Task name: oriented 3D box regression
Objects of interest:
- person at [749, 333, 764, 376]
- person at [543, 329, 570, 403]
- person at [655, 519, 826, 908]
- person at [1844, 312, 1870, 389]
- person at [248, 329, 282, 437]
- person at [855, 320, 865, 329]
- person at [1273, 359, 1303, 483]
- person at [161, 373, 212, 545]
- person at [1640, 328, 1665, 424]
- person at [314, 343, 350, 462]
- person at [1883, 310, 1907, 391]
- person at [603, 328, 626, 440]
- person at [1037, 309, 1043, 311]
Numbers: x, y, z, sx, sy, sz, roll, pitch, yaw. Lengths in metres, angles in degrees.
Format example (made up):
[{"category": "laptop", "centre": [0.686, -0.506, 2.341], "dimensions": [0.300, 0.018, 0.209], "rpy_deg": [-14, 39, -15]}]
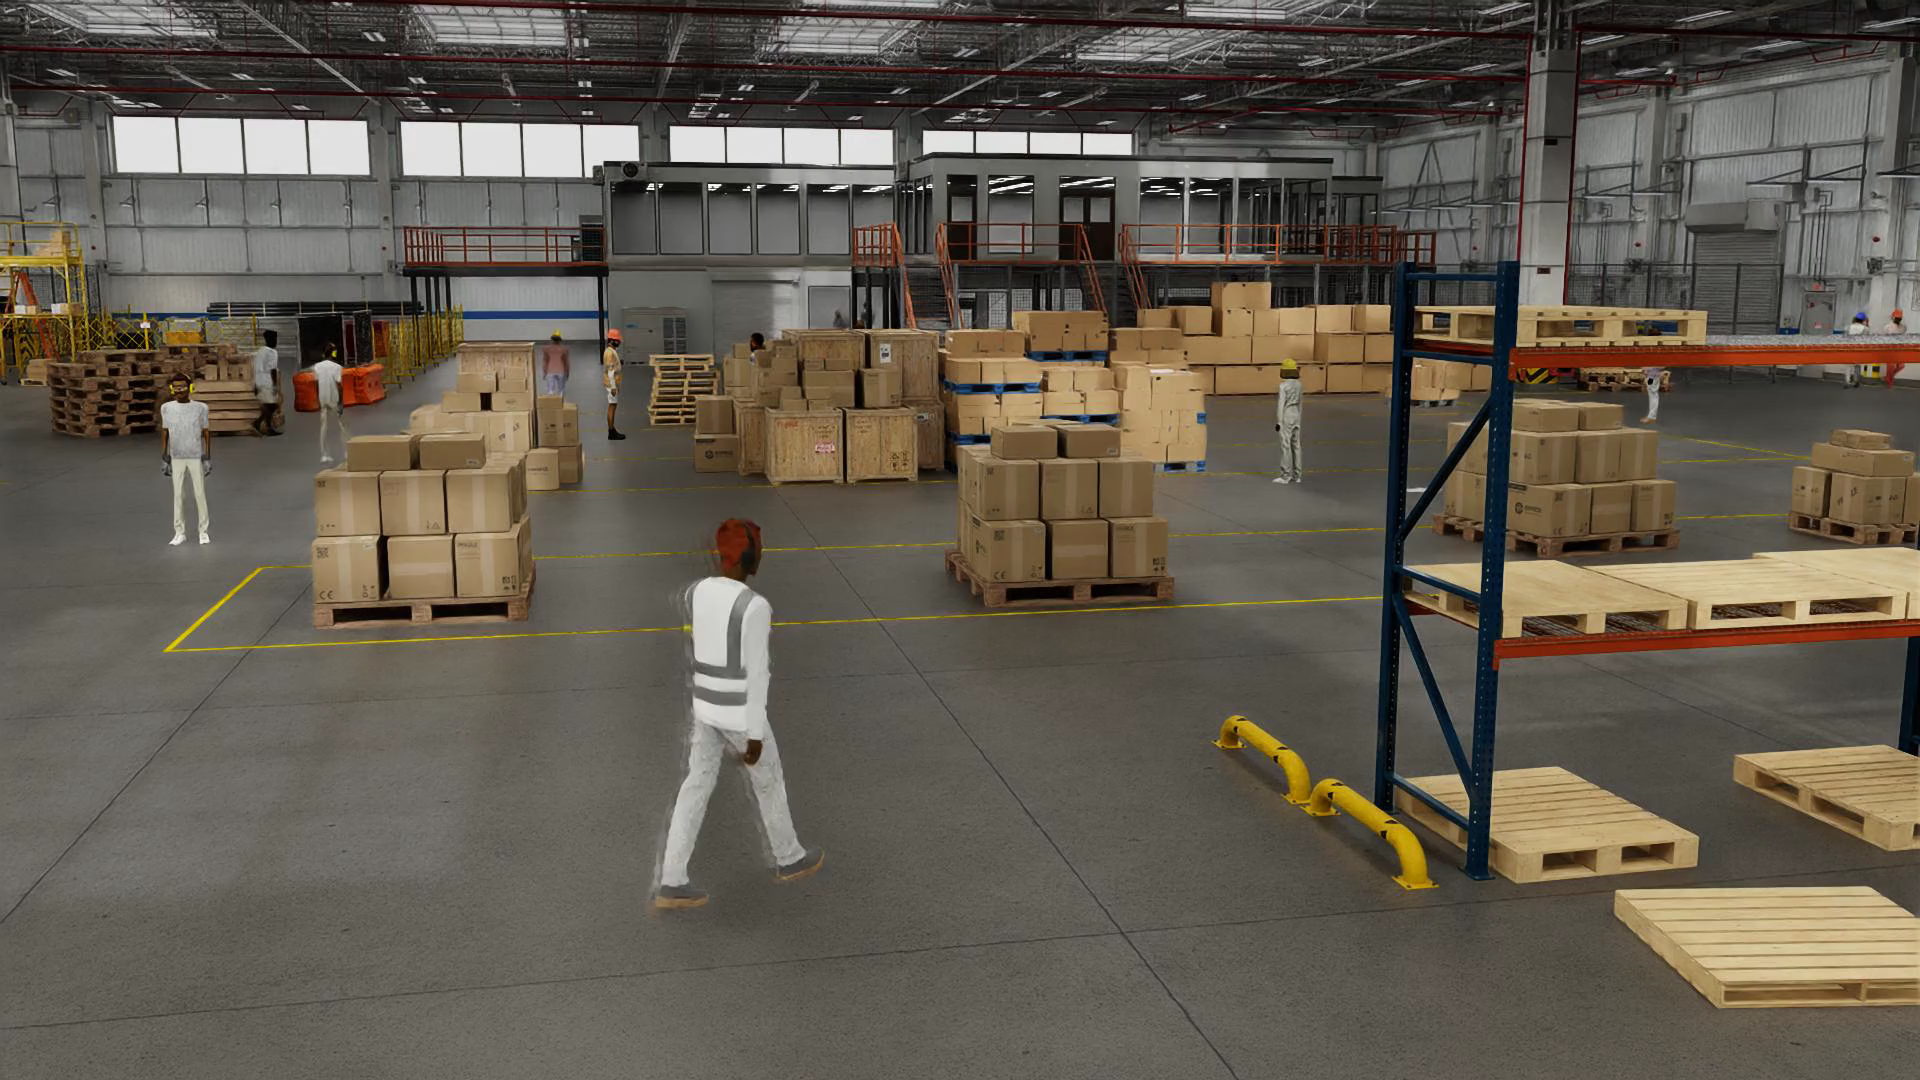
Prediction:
[{"category": "person", "centre": [-3.333, -2.491, 27.734], "dimensions": [0.377, 1.916, 0.599], "rpy_deg": [3, 10, 17]}, {"category": "person", "centre": [-8.171, -3.383, 33.664], "dimensions": [0.546, 1.750, 0.485], "rpy_deg": [-2, 9, -10]}, {"category": "person", "centre": [-1.084, 0.809, 7.887], "dimensions": [0.594, 1.842, 0.979], "rpy_deg": [8, 12, 39]}, {"category": "person", "centre": [22.232, -4.704, 41.317], "dimensions": [0.609, 1.894, 0.998], "rpy_deg": [6, 11, 34]}, {"category": "person", "centre": [-12.266, -2.748, 29.326], "dimensions": [0.636, 1.925, 0.686], "rpy_deg": [7, 12, 37]}, {"category": "person", "centre": [-2.199, -3.951, 36.852], "dimensions": [0.504, 1.847, 0.345], "rpy_deg": [1, 9, 6]}, {"category": "person", "centre": [4.588, -1.661, 23.241], "dimensions": [0.480, 1.734, 0.328], "rpy_deg": [-8, 13, -42]}, {"category": "person", "centre": [-8.388, -0.870, 18.032], "dimensions": [0.512, 1.862, 0.328], "rpy_deg": [-2, 10, -14]}, {"category": "person", "centre": [13.355, -3.164, 32.072], "dimensions": [0.429, 1.844, 0.627], "rpy_deg": [4, 10, 25]}, {"category": "person", "centre": [-9.780, -2.150, 25.929], "dimensions": [0.544, 1.828, 0.924], "rpy_deg": [1, 9, 7]}, {"category": "person", "centre": [22.823, -4.641, 40.653], "dimensions": [0.639, 1.974, 0.480], "rpy_deg": [-1, 9, -6]}, {"category": "person", "centre": [-6.046, -2.720, 29.061], "dimensions": [0.349, 1.942, 0.545], "rpy_deg": [-1, 9, -8]}, {"category": "person", "centre": [2.160, -5.303, 45.023], "dimensions": [0.419, 1.864, 0.607], "rpy_deg": [-5, 10, -27]}]
